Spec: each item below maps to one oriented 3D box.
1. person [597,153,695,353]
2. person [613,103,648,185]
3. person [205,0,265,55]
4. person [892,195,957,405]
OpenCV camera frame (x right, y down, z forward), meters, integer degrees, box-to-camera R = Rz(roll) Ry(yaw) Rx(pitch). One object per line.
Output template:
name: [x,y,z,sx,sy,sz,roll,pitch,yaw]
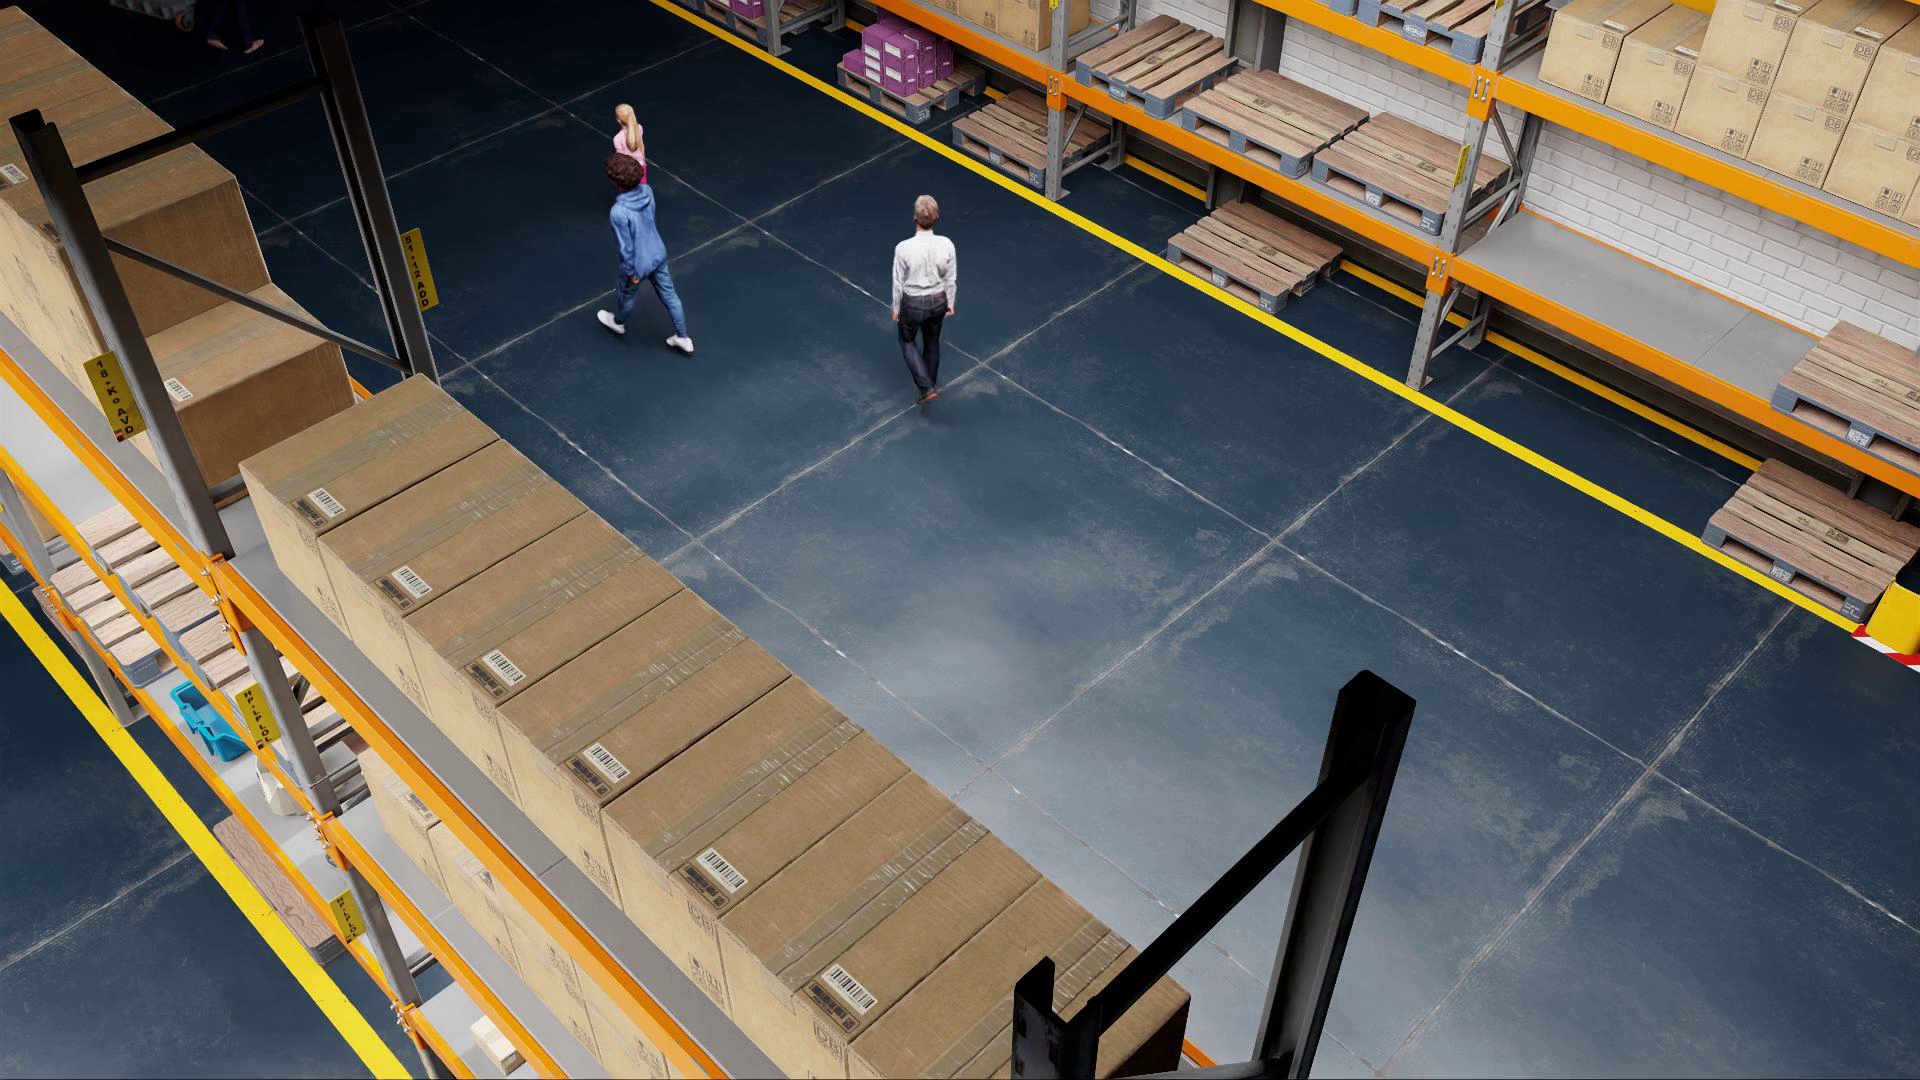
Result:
person: [-2.467,-2.236,13.266,1.192,1.771,0.835,26,49,24]
person: [-2.897,-3.299,14.744,0.540,1.272,0.507,28,50,26]
person: [-7.637,-5.801,16.970,0.898,1.826,0.922,24,48,23]
person: [-0.268,-1.772,12.755,0.893,1.806,1.010,-11,45,-11]
